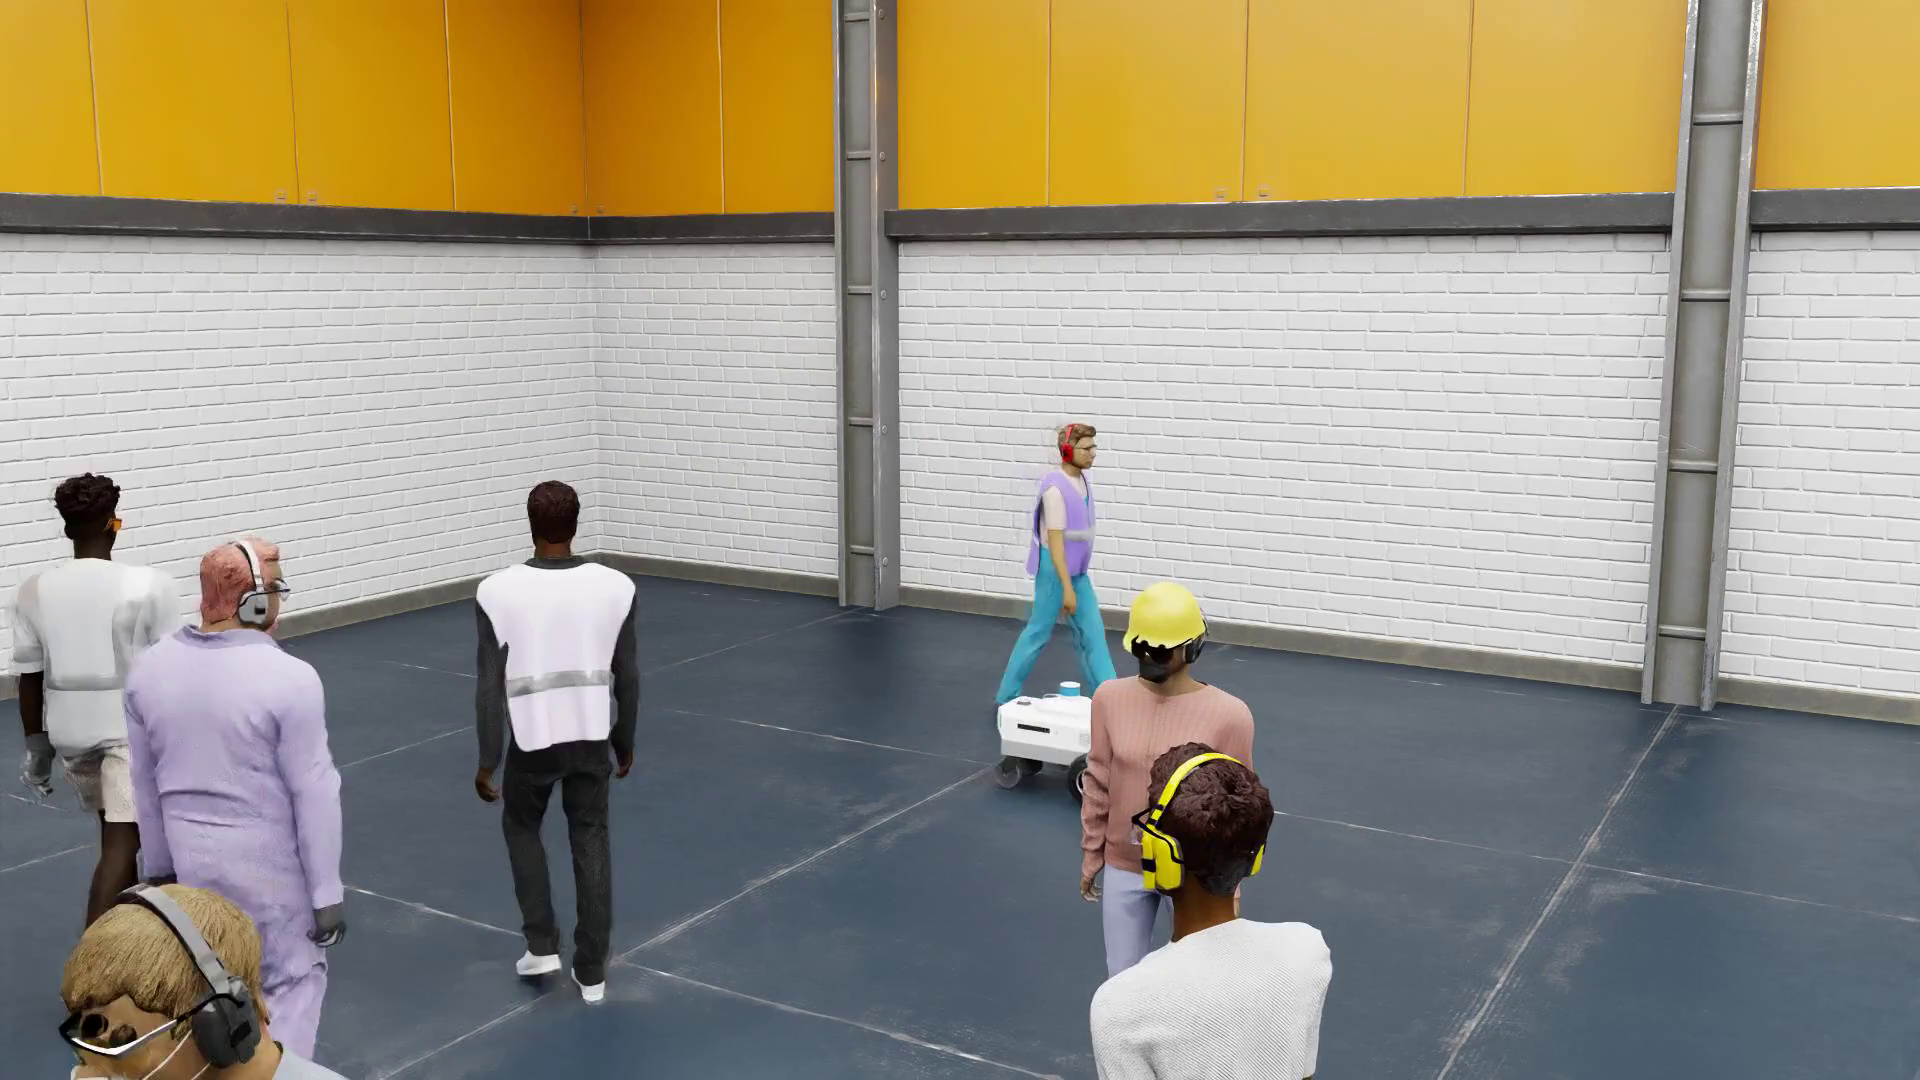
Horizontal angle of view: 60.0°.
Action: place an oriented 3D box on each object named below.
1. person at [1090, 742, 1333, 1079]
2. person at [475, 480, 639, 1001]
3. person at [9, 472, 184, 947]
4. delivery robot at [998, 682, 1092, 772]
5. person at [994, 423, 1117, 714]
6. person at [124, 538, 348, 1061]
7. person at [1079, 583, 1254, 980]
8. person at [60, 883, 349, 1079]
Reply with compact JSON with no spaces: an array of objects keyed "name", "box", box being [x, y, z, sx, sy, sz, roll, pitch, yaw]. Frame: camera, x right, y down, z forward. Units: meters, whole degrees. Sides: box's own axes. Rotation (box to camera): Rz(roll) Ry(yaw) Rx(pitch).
[{"name":"person","box":[0.401,1.263,2.876,0.512,1.870,0.328,-7,11,-35]},{"name":"person","box":[-1.480,0.732,6.119,0.622,1.889,0.579,-4,10,-25]},{"name":"person","box":[-3.195,0.707,6.209,0.619,1.924,1.002,0,9,3]},{"name":"delivery robot","box":[0.555,0.968,8.486,0.707,0.478,0.477,6,11,28]},{"name":"person","box":[0.629,0.212,9.685,0.989,1.792,0.586,5,10,26]},{"name":"person","box":[-2.103,0.944,4.864,0.729,1.904,0.409,3,9,16]},{"name":"person","box":[0.597,0.987,4.940,0.523,1.760,0.327,4,10,25]},{"name":"person","box":[-0.819,1.340,2.296,0.682,1.906,0.829,7,12,39]}]
